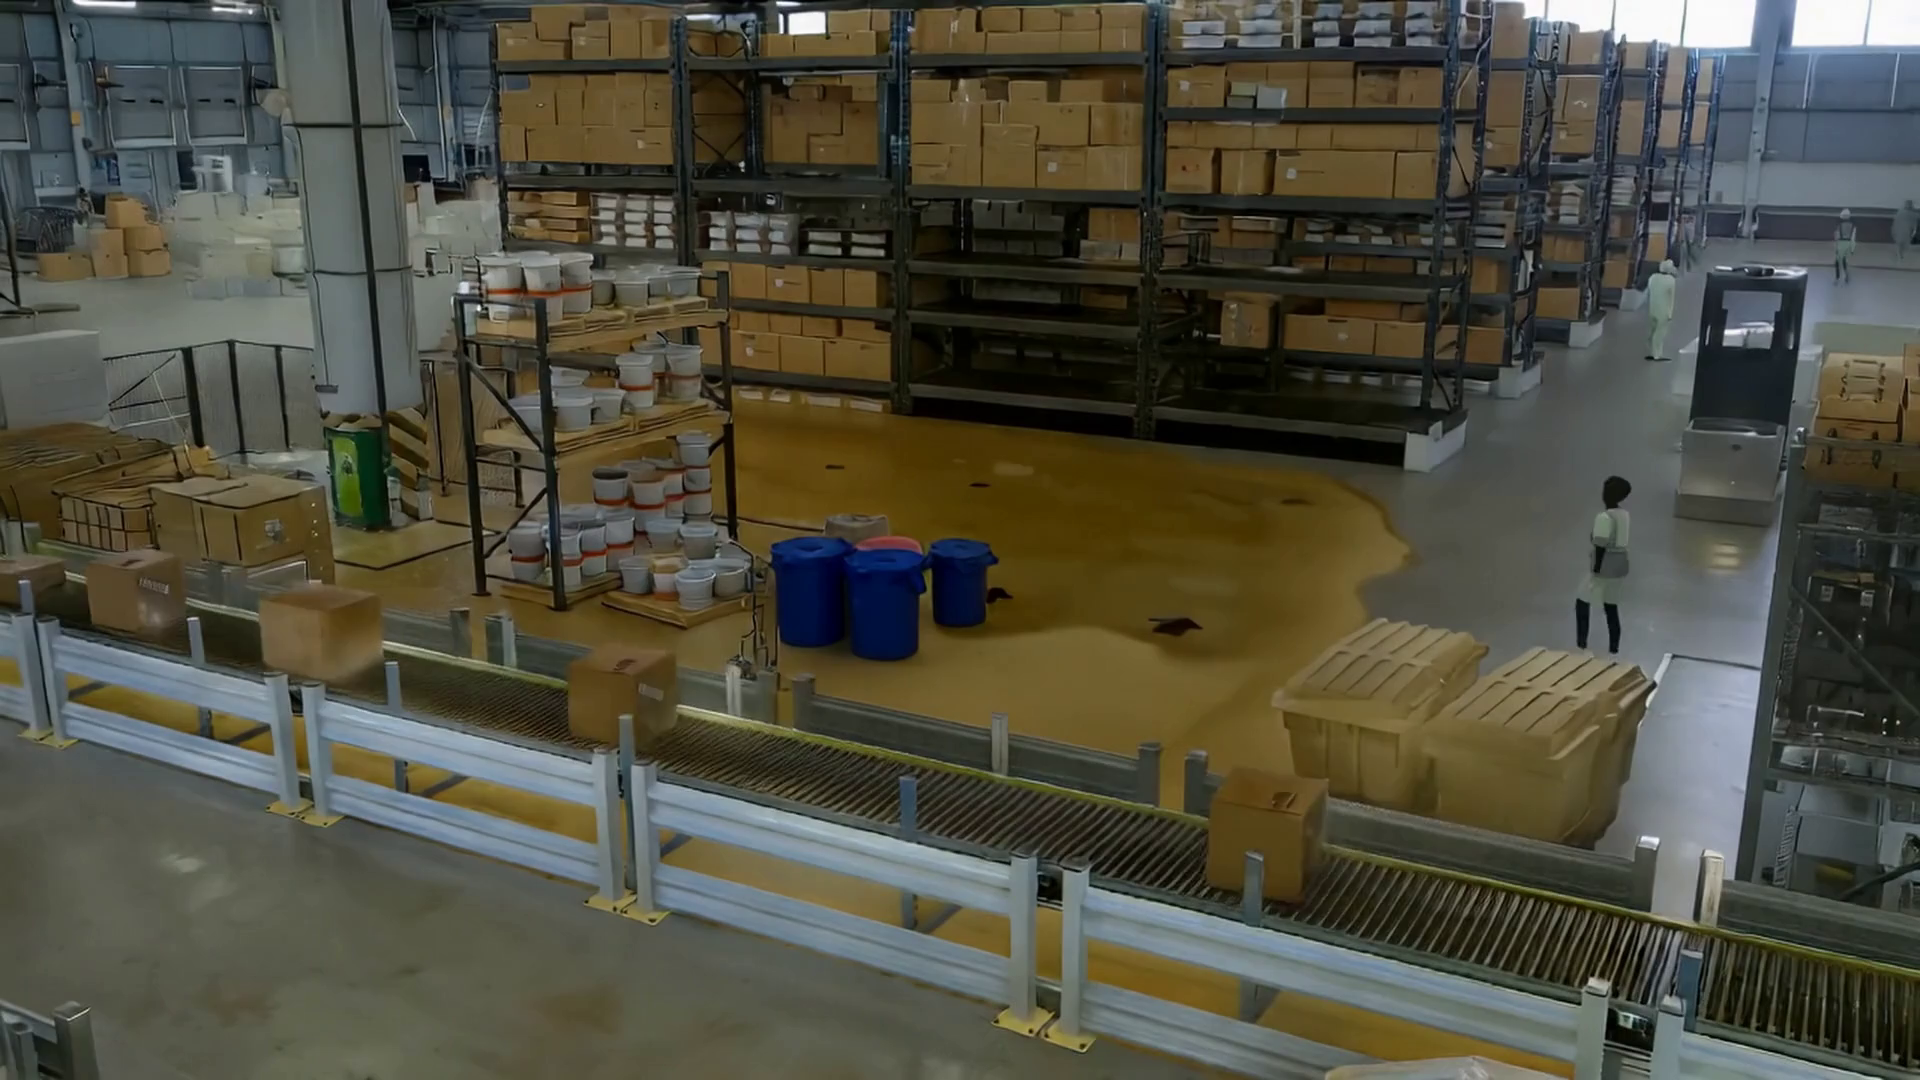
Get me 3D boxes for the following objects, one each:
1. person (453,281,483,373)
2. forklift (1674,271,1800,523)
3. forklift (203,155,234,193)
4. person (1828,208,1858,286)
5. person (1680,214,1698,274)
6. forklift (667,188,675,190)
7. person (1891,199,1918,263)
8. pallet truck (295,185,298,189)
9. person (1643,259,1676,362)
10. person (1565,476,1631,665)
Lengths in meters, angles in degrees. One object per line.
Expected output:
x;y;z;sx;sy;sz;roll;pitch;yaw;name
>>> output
-8.669;-3.719;29.349;0.533;1.697;0.318;-11;18;-35;person
9.269;-1.763;19.726;1.129;2.768;1.873;8;17;27;forklift
-26.676;-12.494;60.067;1.129;2.768;1.873;3;15;11;forklift
23.109;-7.671;43.582;0.625;2.029;0.434;-1;15;-2;person
20.367;-8.277;46.517;0.487;1.666;0.595;9;18;32;person
-8.538;-9.197;47.675;1.129;2.768;1.873;8;17;28;forklift
28.177;-9.216;49.654;0.646;1.890;0.481;10;18;34;person
-26.804;-14.617;69.738;1.885;1.965;0.823;-14;20;-42;pallet truck
13.132;-4.293;31.127;0.398;1.899;0.647;-6;16;-23;person
5.559;0.294;14.391;0.597;1.633;0.535;-11;19;-36;person
